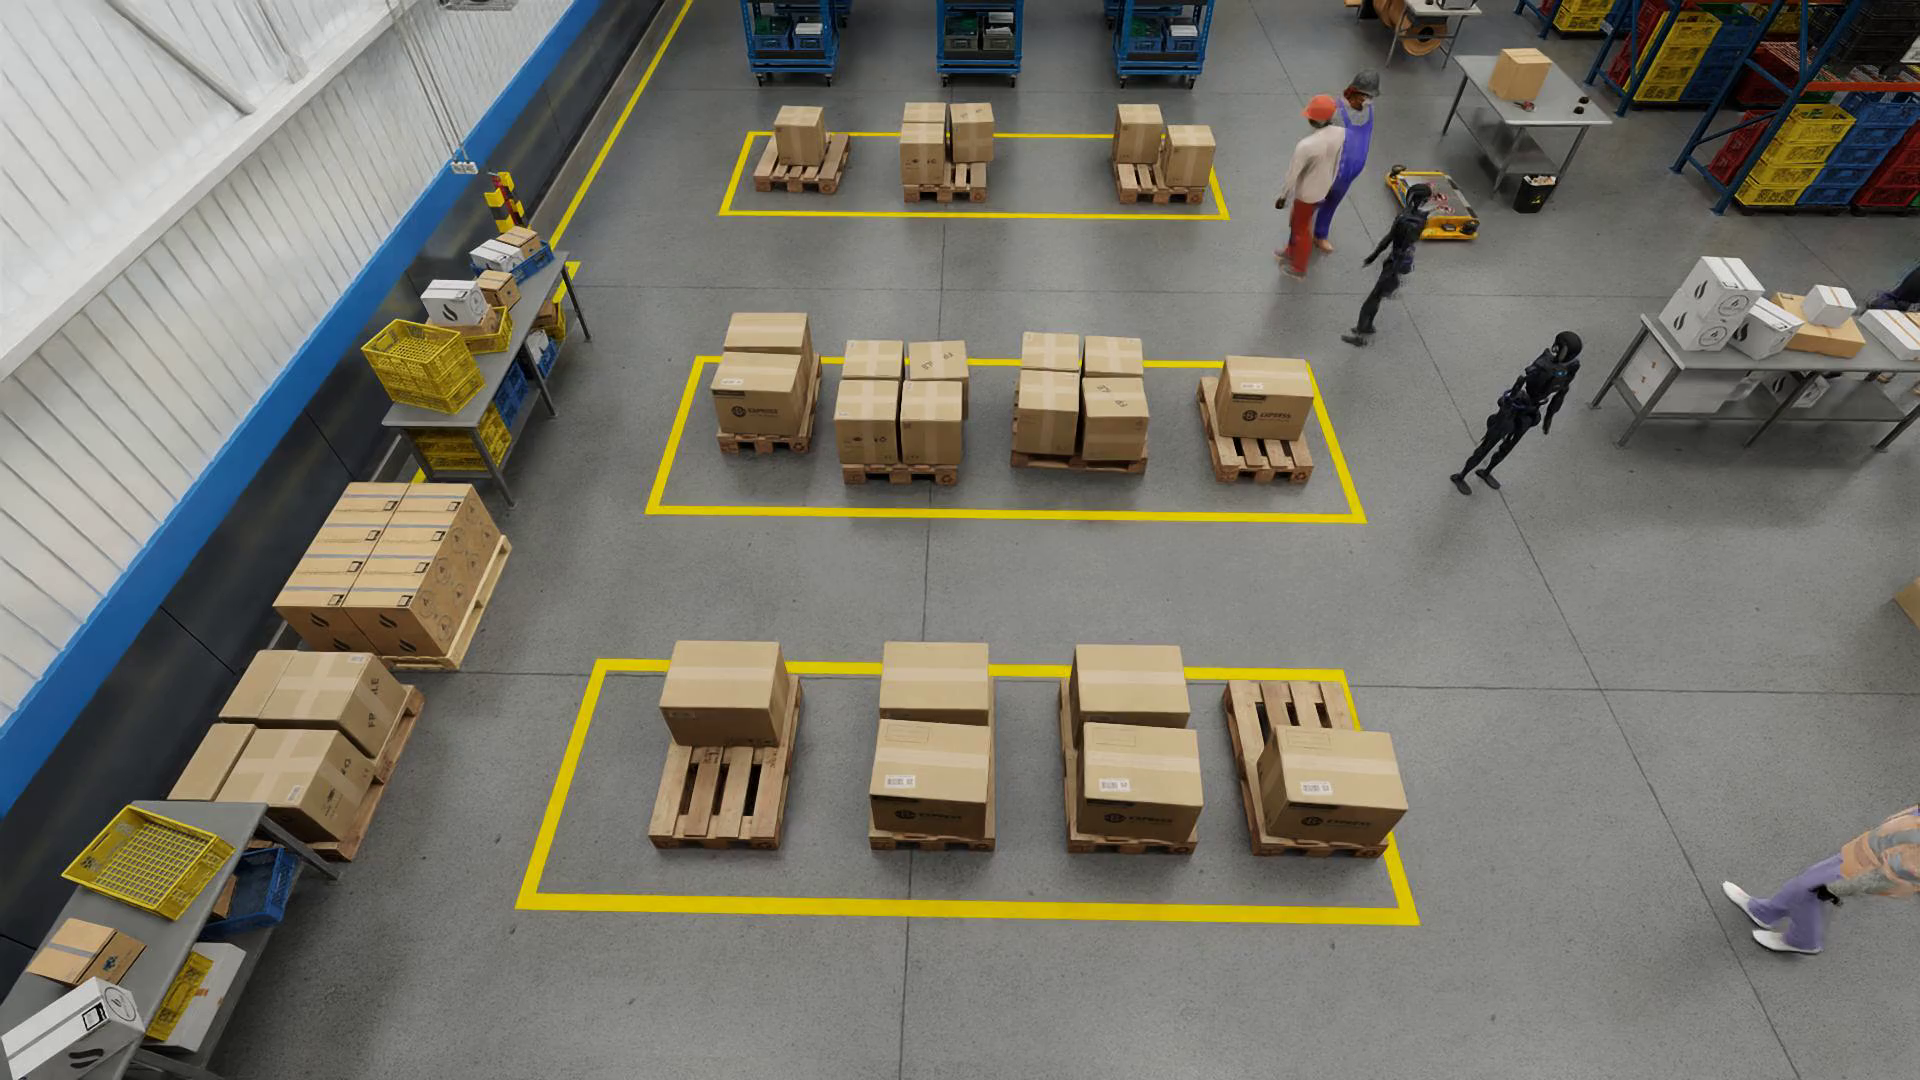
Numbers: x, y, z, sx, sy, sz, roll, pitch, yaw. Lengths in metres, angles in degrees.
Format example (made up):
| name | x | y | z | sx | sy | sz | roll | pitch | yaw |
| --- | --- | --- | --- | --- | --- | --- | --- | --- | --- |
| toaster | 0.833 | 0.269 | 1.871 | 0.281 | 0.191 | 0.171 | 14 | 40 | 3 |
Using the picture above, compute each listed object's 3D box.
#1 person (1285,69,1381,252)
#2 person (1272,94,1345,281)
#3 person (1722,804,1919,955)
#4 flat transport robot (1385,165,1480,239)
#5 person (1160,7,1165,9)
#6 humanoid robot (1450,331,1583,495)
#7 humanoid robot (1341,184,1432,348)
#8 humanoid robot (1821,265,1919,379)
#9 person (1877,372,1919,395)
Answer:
| name | x | y | z | sx | sy | sz | roll | pitch | yaw |
| --- | --- | --- | --- | --- | --- | --- | --- | --- | --- |
| person | 4.053 | -3.999 | 9.824 | 0.681 | 2.000 | 0.535 | -21 | 52 | -17 |
| person | 3.612 | -3.664 | 9.589 | 0.644 | 1.953 | 0.637 | -31 | 56 | -24 |
| person | 4.919 | 1.752 | 4.929 | 0.595 | 1.915 | 0.512 | -26 | 54 | -20 |
| flat transport robot | 5.692 | -4.094 | 11.059 | 0.652 | 0.197 | 1.431 | 1 | 49 | 1 |
| person | 3.451 | -9.515 | 14.808 | 0.527 | 1.713 | 0.914 | 5 | 49 | 4 |
| humanoid robot | 4.576 | -1.018 | 7.482 | 0.569 | 1.651 | 0.331 | -12 | 50 | -10 |
| humanoid robot | 4.132 | -2.652 | 8.896 | 0.429 | 1.639 | 0.573 | 15 | 51 | 13 |
| humanoid robot | 8.441 | -1.987 | 8.320 | 0.430 | 1.640 | 0.618 | 24 | 53 | 19 |
| person | 9.319 | -2.165 | 8.340 | 0.582 | 1.882 | 0.351 | 37 | 58 | 27 |
